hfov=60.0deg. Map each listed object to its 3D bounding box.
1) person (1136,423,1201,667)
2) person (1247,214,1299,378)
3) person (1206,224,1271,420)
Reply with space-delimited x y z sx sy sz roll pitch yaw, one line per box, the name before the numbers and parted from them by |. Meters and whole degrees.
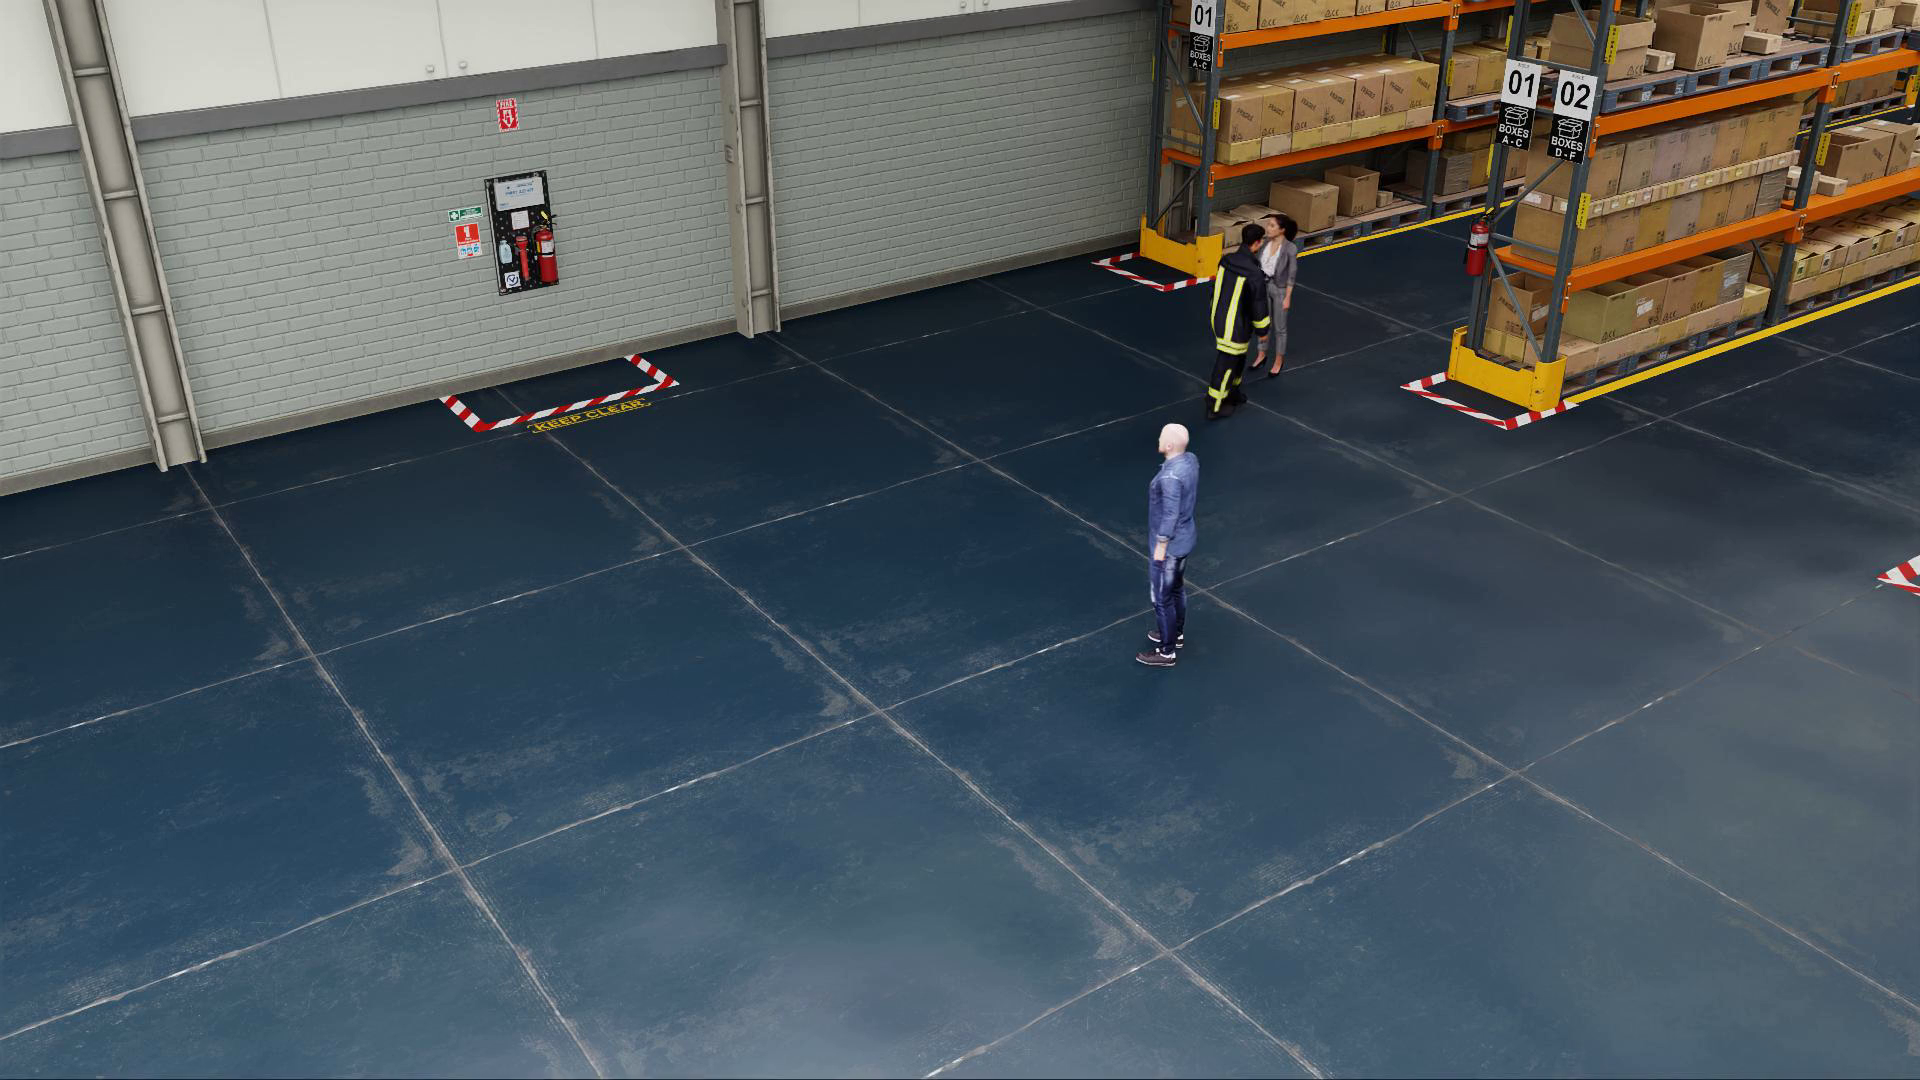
person | 1.481 0.020 11.762 0.864 1.825 0.737 10 29 19
person | 3.185 -2.480 16.780 0.569 1.677 0.613 -20 33 -33
person | 2.503 -2.025 15.657 0.839 1.895 0.848 -14 30 -25
